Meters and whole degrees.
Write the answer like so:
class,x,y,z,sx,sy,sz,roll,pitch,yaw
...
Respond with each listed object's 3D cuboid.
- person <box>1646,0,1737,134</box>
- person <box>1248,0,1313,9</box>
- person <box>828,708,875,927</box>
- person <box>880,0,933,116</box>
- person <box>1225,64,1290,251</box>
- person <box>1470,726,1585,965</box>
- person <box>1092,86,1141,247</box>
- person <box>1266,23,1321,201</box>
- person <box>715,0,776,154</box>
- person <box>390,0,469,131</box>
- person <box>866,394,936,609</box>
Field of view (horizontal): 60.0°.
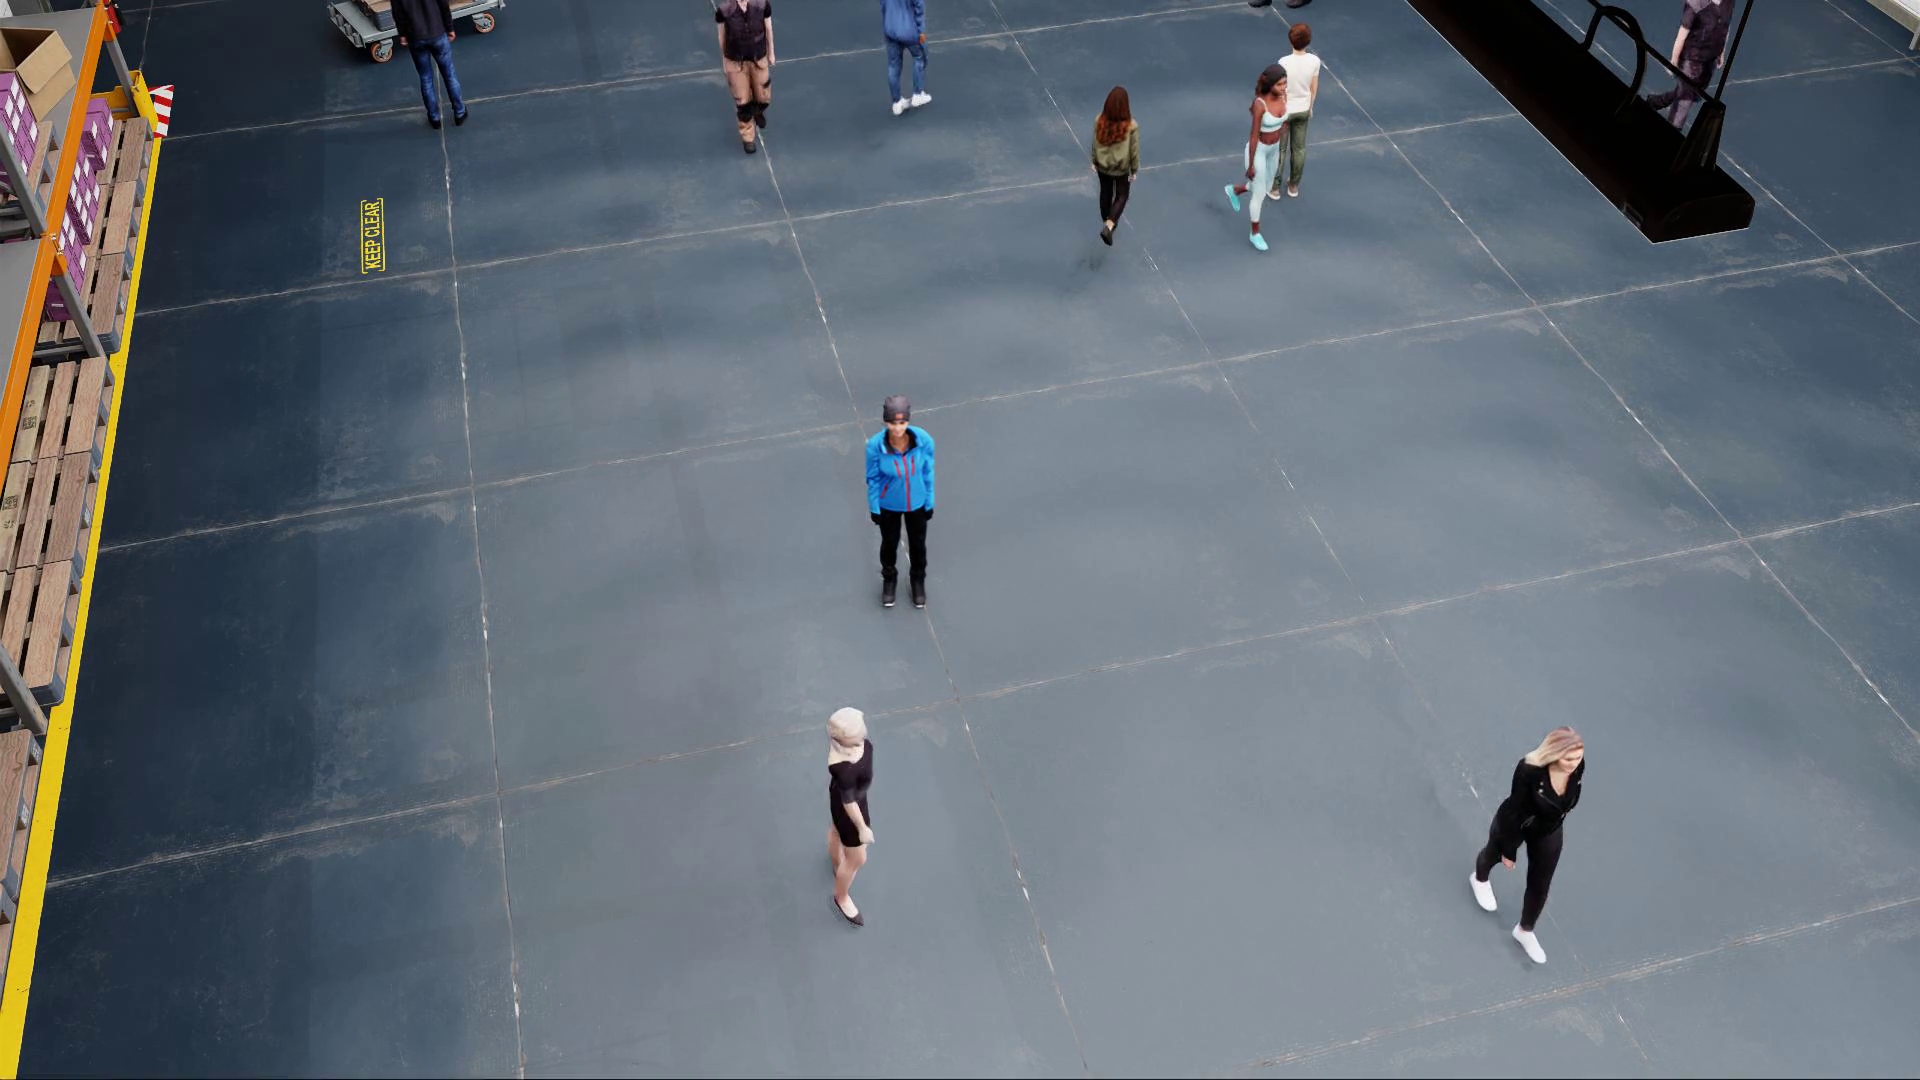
class,x,y,z,sx,sy,sz,roll,pitch,yaw
person,6.847,-4.530,15.595,0.856,1.831,1.099,-18,47,-18
person,3.627,-6.542,17.730,0.908,1.800,0.986,-13,45,-14
person,-0.669,1.437,9.350,0.827,1.807,0.502,-14,45,-14
person,-0.587,-4.928,16.038,0.841,1.798,0.897,21,47,20
person,2.584,-3.372,14.471,0.752,1.707,0.976,-25,49,-24
person,3.128,1.543,9.346,0.644,1.659,0.915,-7,44,-7
person,1.319,-3.227,14.492,0.835,1.467,0.915,17,46,17
person,2.997,-3.868,15.030,0.595,1.653,0.551,-7,44,-7
person,-2.043,-4.576,15.659,0.664,1.811,0.791,-10,45,-11
person,-5.097,-4.835,15.871,0.676,1.893,0.552,-12,45,-12
person,-0.385,-0.260,11.138,0.635,1.798,0.572,-5,44,-5
